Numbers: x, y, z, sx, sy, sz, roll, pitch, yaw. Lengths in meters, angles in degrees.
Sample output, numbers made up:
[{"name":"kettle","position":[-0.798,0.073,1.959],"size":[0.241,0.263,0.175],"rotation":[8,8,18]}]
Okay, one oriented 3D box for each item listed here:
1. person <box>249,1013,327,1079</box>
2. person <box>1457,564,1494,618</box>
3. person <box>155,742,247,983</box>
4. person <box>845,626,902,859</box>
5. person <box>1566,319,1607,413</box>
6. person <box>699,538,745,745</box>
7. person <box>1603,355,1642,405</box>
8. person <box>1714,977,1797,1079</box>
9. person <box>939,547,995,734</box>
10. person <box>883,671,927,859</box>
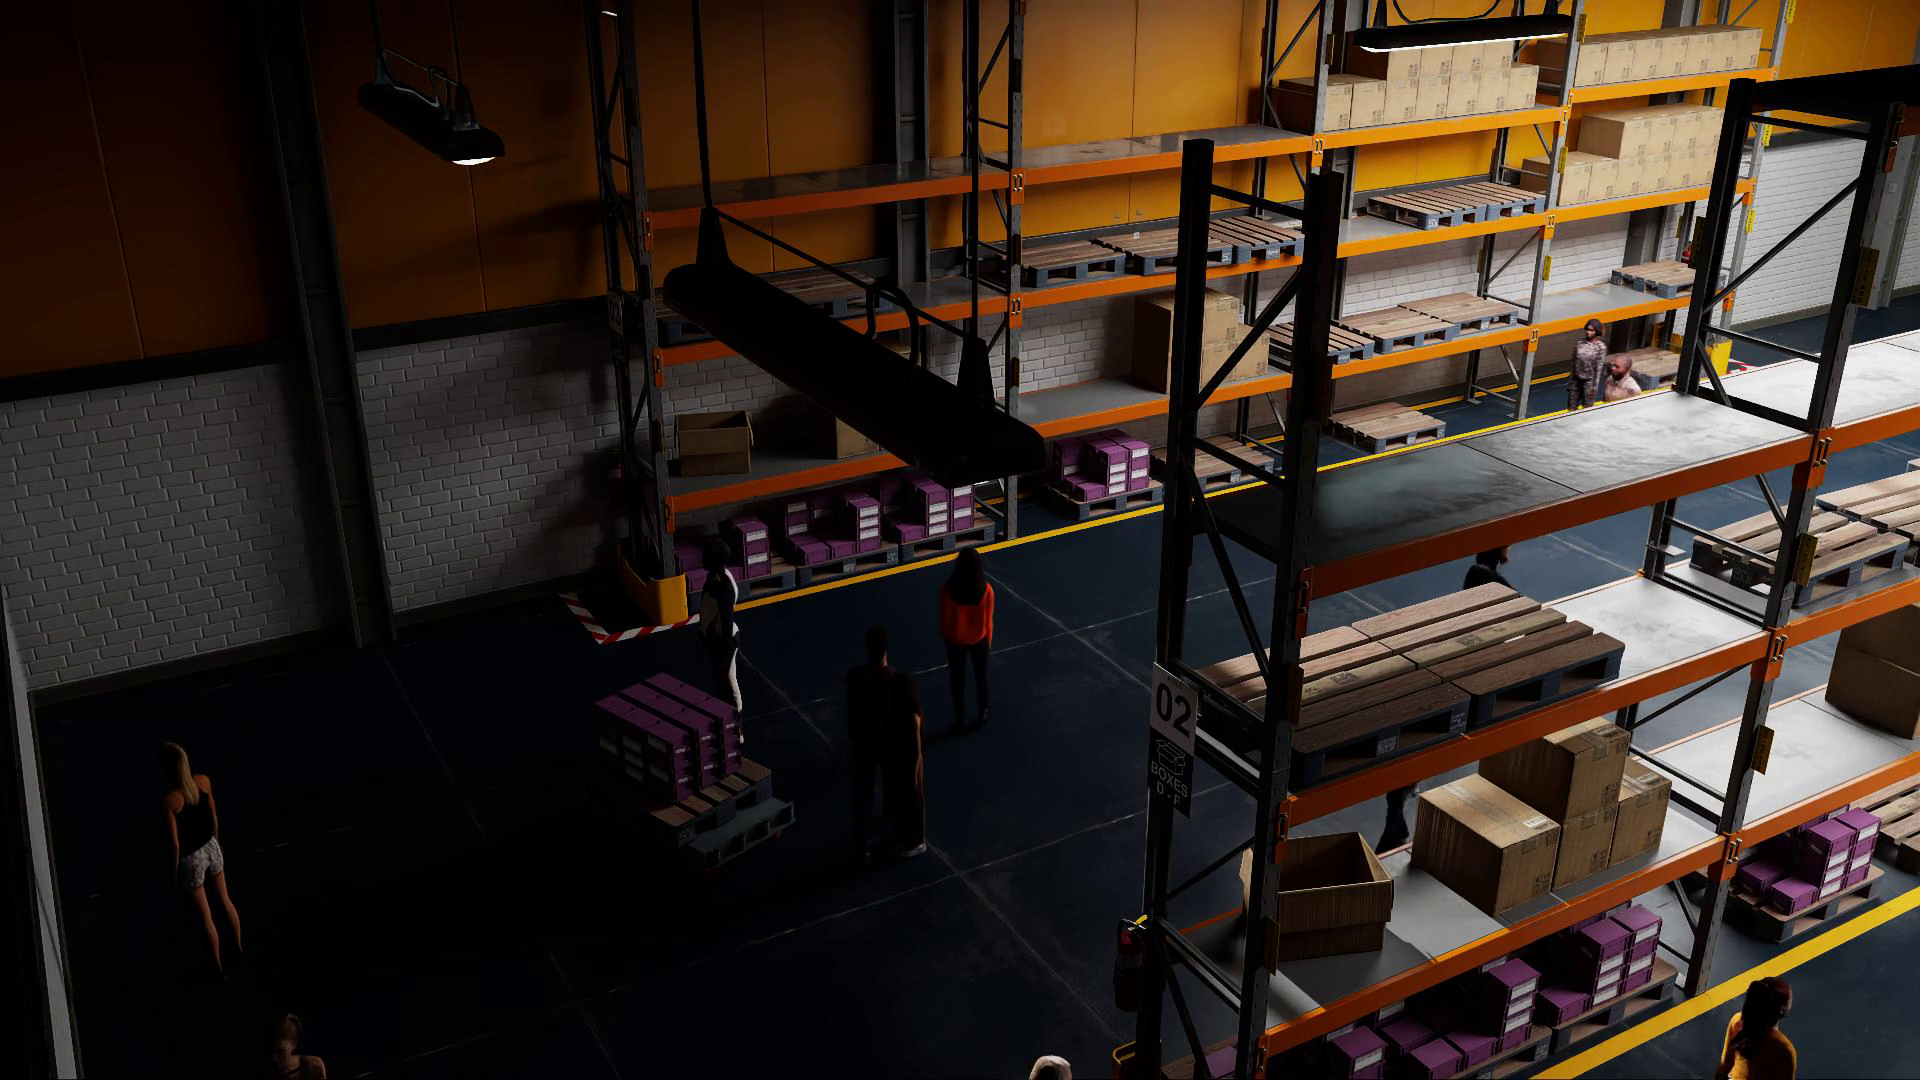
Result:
[{"name":"person","position":[-3.541,3.266,8.941],"size":[0.468,1.705,0.650],"rotation":[-10,25,-21]},{"name":"person","position":[4.332,0.972,14.208],"size":[0.673,1.688,0.709],"rotation":[-7,25,-16]},{"name":"person","position":[-5.187,2.159,11.298],"size":[0.745,1.845,0.653],"rotation":[9,25,21]},{"name":"person","position":[-0.654,1.575,12.676],"size":[1.186,1.812,1.140],"rotation":[2,24,5]},{"name":"person","position":[7.822,-1.946,20.852],"size":[0.600,1.715,0.592],"rotation":[-18,29,-35]},{"name":"person","position":[-2.036,0.864,14.201],"size":[0.643,1.893,0.716],"rotation":[-8,25,-18]},{"name":"person","position":[7.628,-1.269,19.203],"size":[0.635,1.795,0.703],"rotation":[-10,26,-22]},{"name":"person","position":[4.233,3.187,9.121],"size":[1.230,1.704,0.725],"rotation":[-7,25,-16]},{"name":"person","position":[0.041,0.886,14.334],"size":[0.704,1.745,0.800],"rotation":[1,24,2]},{"name":"person","position":[-0.411,1.694,12.717],"size":[0.514,1.561,0.567],"rotation":[-11,26,-24]}]
